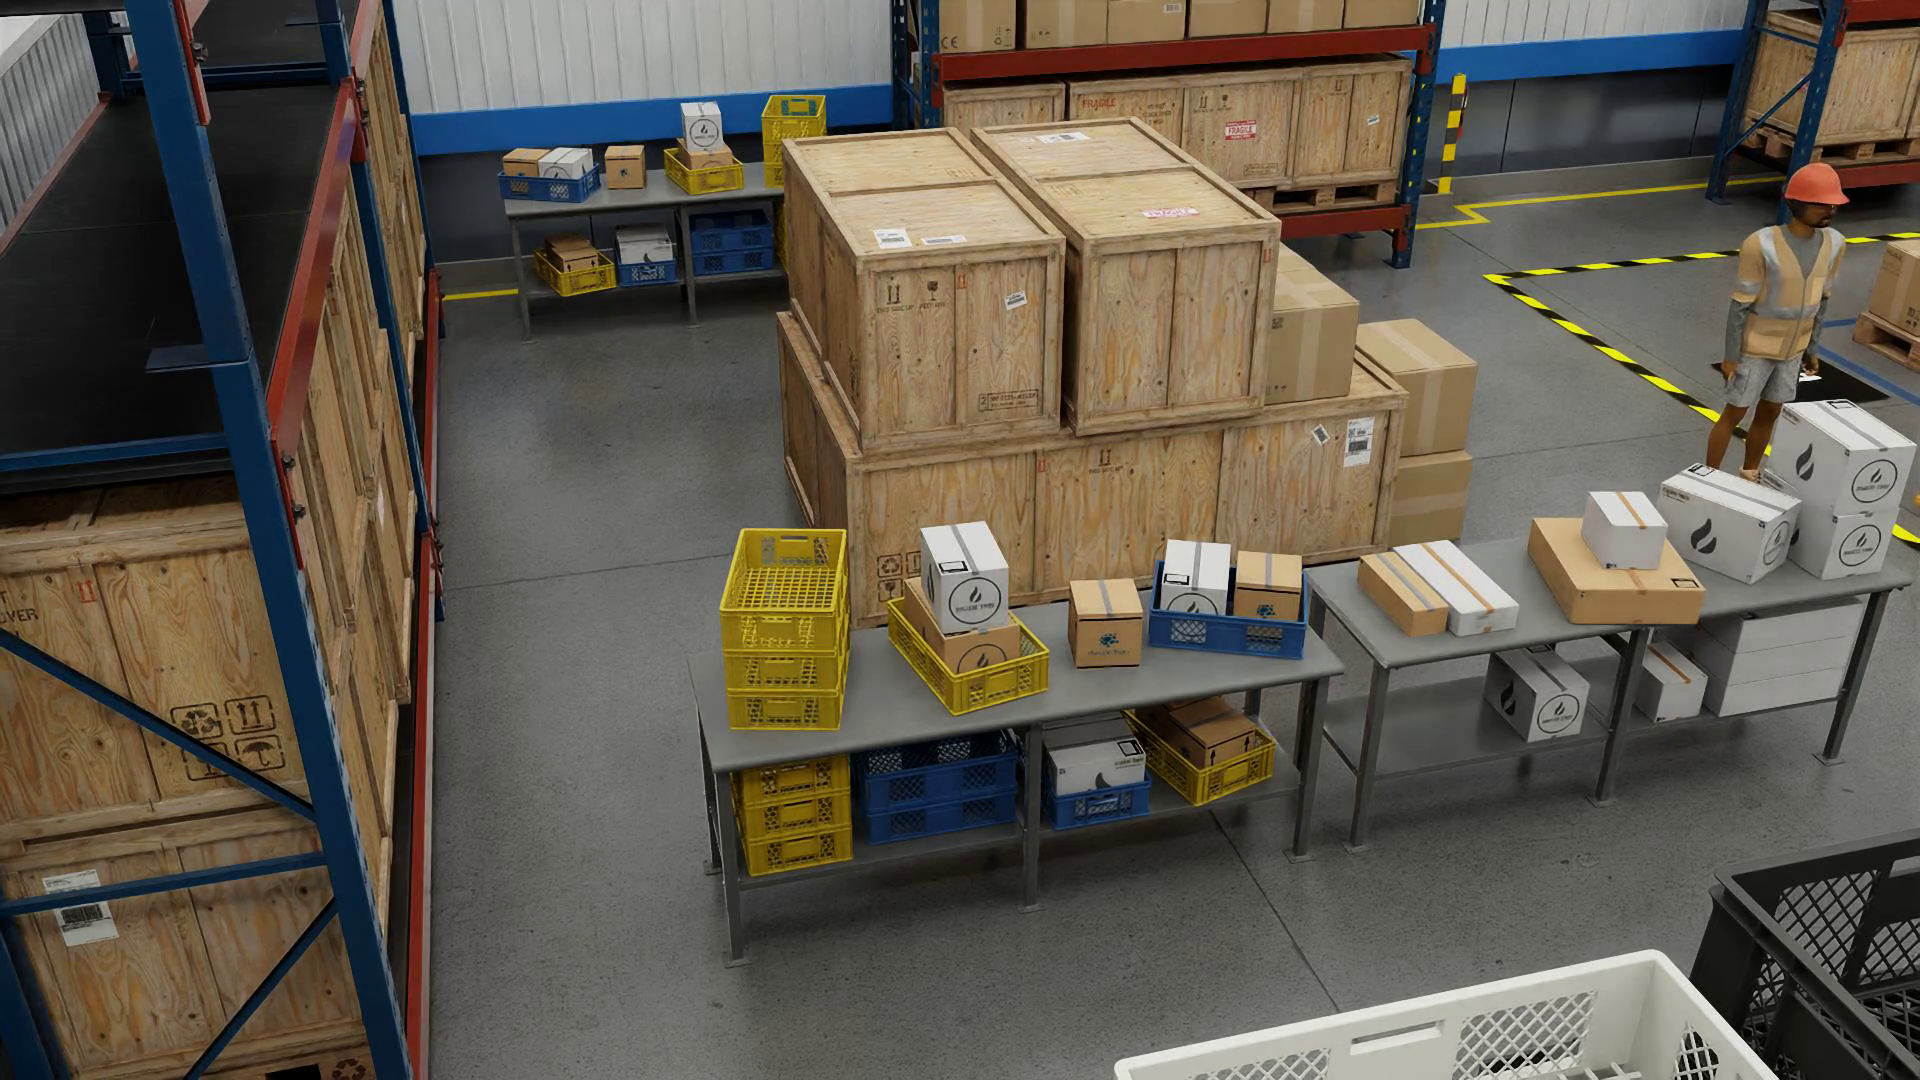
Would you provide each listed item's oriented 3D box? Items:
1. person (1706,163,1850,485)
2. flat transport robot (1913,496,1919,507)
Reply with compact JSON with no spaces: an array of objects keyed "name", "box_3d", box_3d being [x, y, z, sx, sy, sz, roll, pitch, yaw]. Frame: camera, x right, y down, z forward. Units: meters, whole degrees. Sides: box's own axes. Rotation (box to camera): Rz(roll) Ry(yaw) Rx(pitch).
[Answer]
[{"name":"person","box_3d":[4.522,-1.079,9.235,0.605,2.048,0.366,-6,29,-11]},{"name":"flat transport robot","box_3d":[6.294,-0.214,9.477,1.431,0.197,0.652,-7,30,-12]}]
